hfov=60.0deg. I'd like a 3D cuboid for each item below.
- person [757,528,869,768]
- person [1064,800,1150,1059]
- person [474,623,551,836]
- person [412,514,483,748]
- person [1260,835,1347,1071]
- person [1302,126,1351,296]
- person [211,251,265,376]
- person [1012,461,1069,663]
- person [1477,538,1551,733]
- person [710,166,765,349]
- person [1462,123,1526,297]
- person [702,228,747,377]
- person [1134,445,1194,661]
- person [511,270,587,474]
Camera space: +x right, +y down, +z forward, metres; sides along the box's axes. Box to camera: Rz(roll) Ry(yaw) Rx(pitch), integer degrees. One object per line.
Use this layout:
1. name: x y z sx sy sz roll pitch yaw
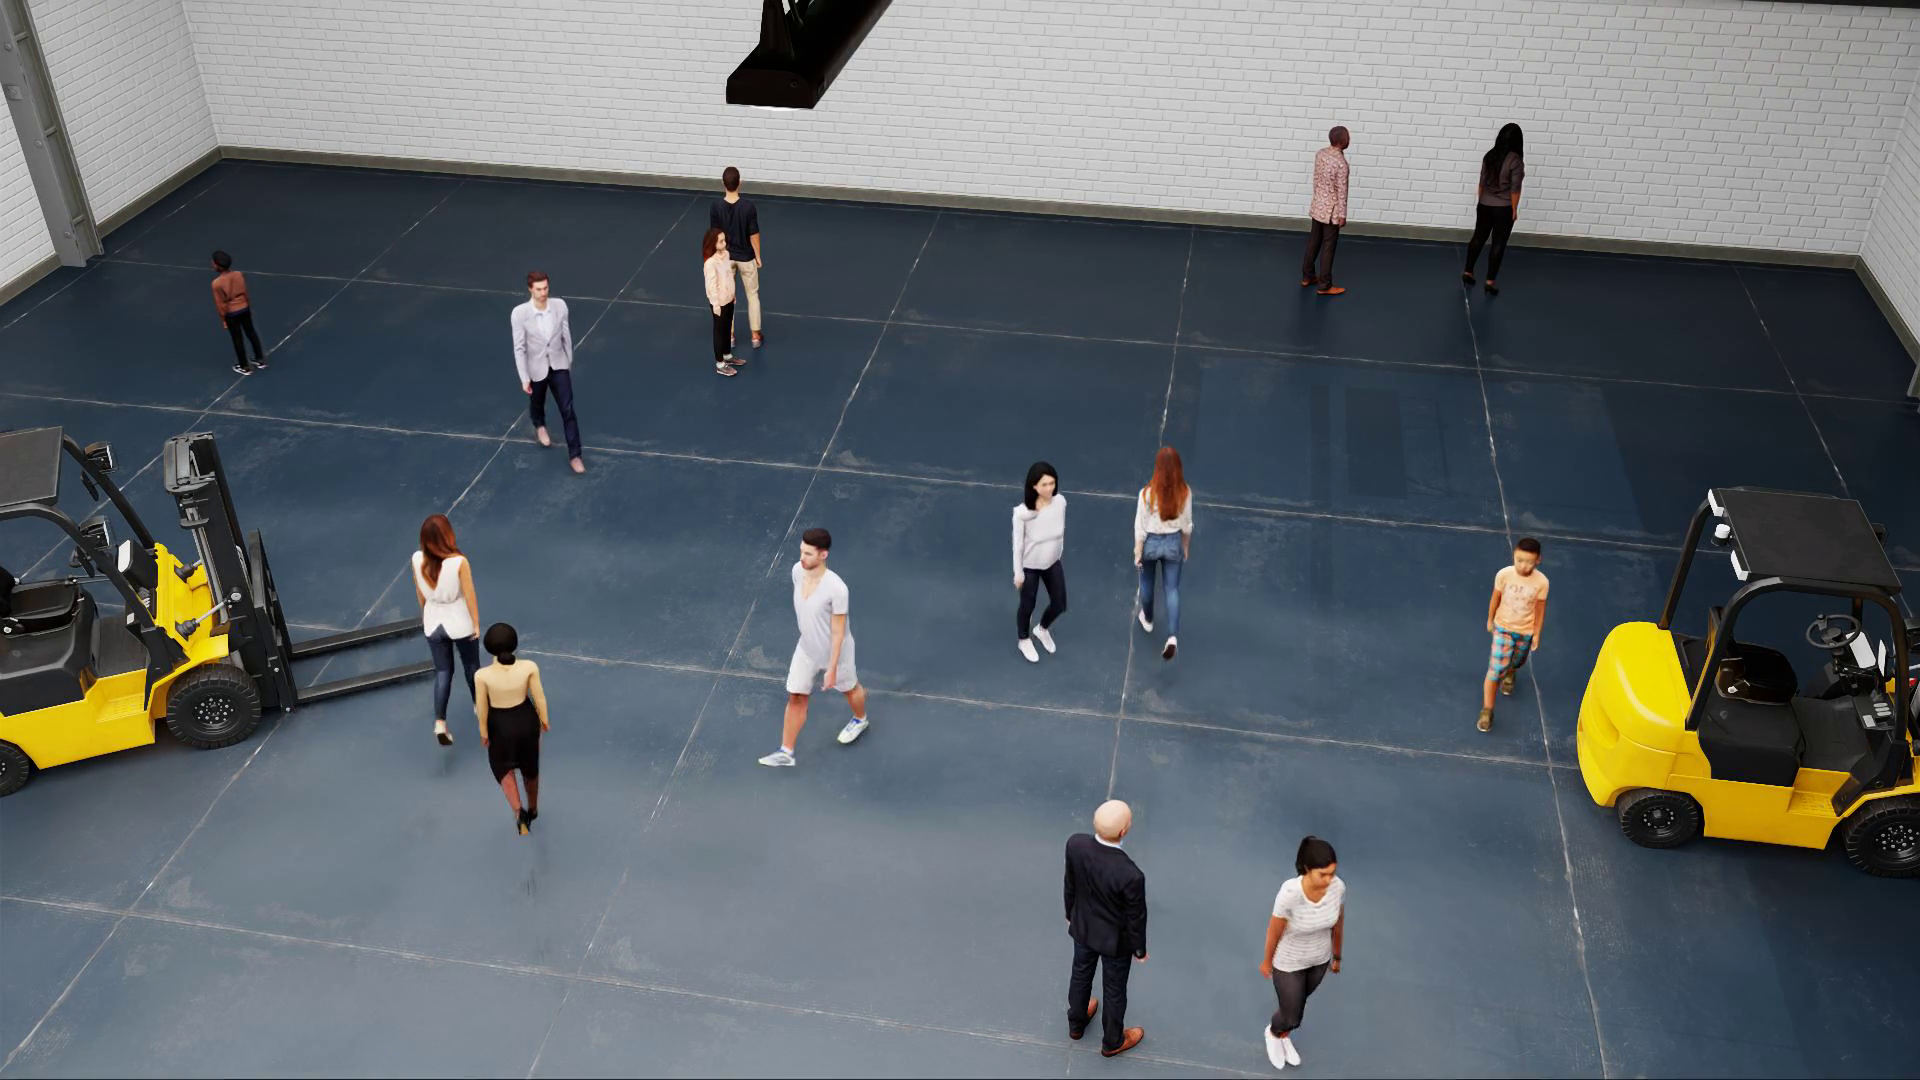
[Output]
1. person: -0.841 0.692 11.277 1.086 1.806 1.281 25 41 33
2. person: 0.788 2.127 9.123 0.767 1.800 0.763 24 40 31
3. person: -2.832 1.251 10.579 0.772 1.647 0.850 -12 36 -18
4. person: -3.527 0.638 11.392 0.659 1.767 1.005 3 34 4
5. person: 1.828 2.223 9.129 0.695 1.635 0.727 -12 35 -17
6. person: 3.886 -3.491 17.568 0.835 1.808 0.736 -15 36 -21
7. person: -7.035 -2.220 16.159 0.637 1.252 0.518 20 38 27
8. person: 0.529 0.132 12.227 0.731 1.687 0.769 -15 36 -21
9. person: 3.934 0.591 11.757 0.602 1.442 0.985 9 35 14
10. person: -2.199 -2.788 16.469 0.657 1.853 0.574 1 34 1
11. person: 5.645 -3.483 17.528 0.803 1.838 0.750 -23 40 -31
12. person: -2.308 -2.329 16.113 0.644 1.484 0.479 9 35 14
13. person: 1.497 0.104 12.250 0.754 1.707 1.078 -3 34 -4
14. person: -3.675 -1.543 14.631 1.103 1.815 1.283 -14 36 -20
